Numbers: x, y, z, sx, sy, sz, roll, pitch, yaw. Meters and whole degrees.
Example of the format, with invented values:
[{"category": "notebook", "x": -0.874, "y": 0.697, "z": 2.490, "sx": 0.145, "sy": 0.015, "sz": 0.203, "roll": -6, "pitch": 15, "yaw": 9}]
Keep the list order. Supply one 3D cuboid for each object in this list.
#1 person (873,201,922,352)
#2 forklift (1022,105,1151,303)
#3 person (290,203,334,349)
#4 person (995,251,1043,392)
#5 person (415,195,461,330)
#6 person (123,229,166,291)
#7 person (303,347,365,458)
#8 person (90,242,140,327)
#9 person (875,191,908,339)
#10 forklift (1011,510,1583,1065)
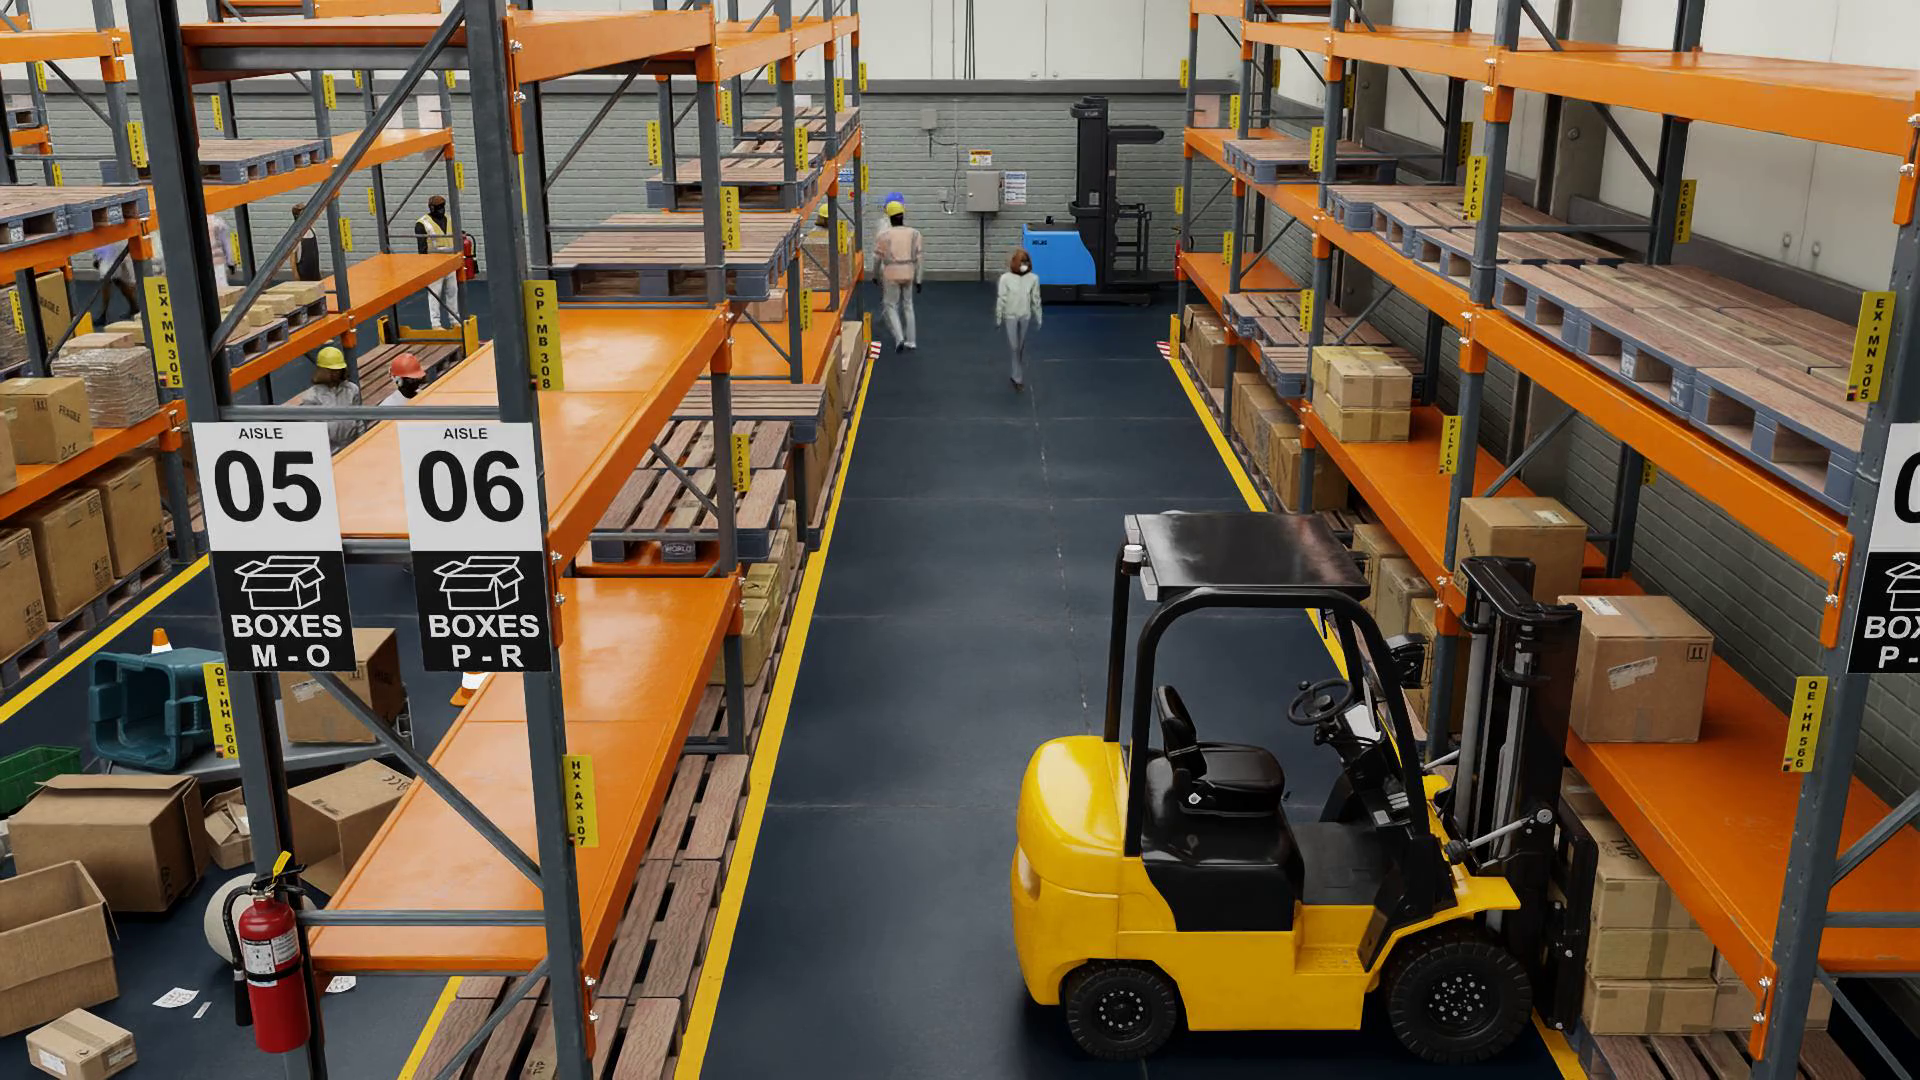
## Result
[{"category": "person", "x": -0.770, "y": -3.328, "z": 21.096, "sx": 0.598, "sy": 1.899, "sz": 0.583, "roll": -7, "pitch": 19, "yaw": -20}, {"category": "forklift", "x": 1.857, "y": -4.944, "z": 24.441, "sx": 1.873, "sy": 2.768, "sz": 1.129, "roll": 0, "pitch": 18, "yaw": 0}, {"category": "person", "x": -8.373, "y": -3.389, "z": 21.360, "sx": 0.345, "sy": 1.846, "sz": 0.506, "roll": 5, "pitch": 19, "yaw": 16}, {"category": "person", "x": 0.705, "y": -2.506, "z": 19.069, "sx": 0.521, "sy": 1.595, "sz": 0.790, "roll": -7, "pitch": 20, "yaw": -20}, {"category": "person", "x": -6.952, "y": -3.699, "z": 22.320, "sx": 0.430, "sy": 1.836, "sz": 0.631, "roll": 16, "pitch": 24, "yaw": 39}, {"category": "person", "x": -10.609, "y": -3.485, "z": 21.720, "sx": 0.660, "sy": 1.801, "sz": 0.614, "roll": 7, "pitch": 20, "yaw": 20}, {"category": "person", "x": -5.004, "y": -0.708, "z": 13.435, "sx": 0.332, "sy": 1.735, "sz": 0.485, "roll": 14, "pitch": 23, "yaw": 37}, {"category": "person", "x": -11.797, "y": -3.910, "z": 22.922, "sx": 0.565, "sy": 1.875, "sz": 0.843, "roll": 15, "pitch": 24, "yaw": 38}, {"category": "person", "x": -0.879, "y": -3.613, "z": 21.897, "sx": 0.415, "sy": 1.932, "sz": 0.626, "roll": 3, "pitch": 19, "yaw": 10}, {"category": "forklift", "x": 1.387, "y": 1.055, "z": 7.378, "sx": 2.313, "sy": 2.155, "sz": 1.214, "roll": 0, "pitch": 18, "yaw": 0}]
